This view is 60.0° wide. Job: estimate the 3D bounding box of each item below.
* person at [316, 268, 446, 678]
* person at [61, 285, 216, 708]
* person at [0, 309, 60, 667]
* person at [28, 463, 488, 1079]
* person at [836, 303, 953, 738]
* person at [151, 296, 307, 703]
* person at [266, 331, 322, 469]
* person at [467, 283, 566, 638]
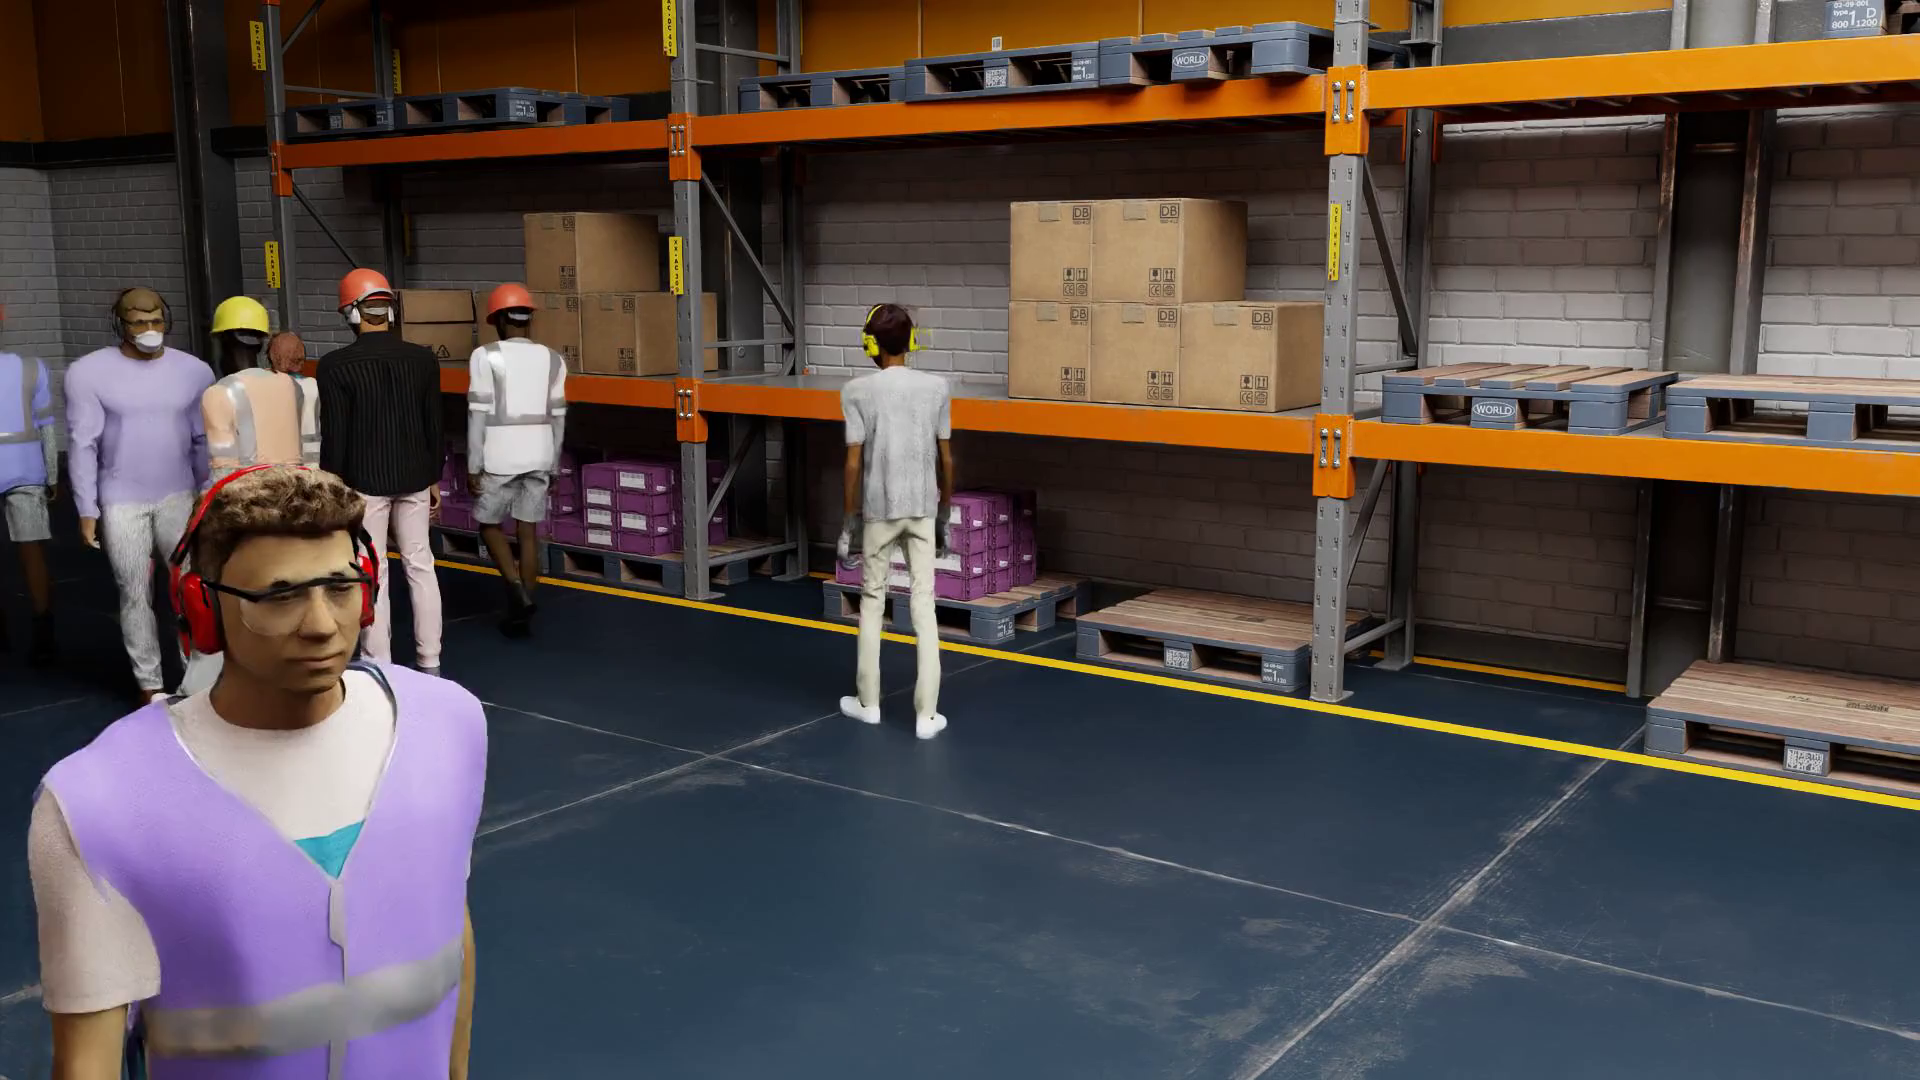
[{"bbox_3d":[-2.693,-0.260,7.752,0.389,1.986,0.608,9,13,42],"label":"person"},{"bbox_3d":[-3.509,-0.139,7.227,0.639,1.911,0.677,-6,11,-34],"label":"person"},{"bbox_3d":[-4.803,-0.313,8.347,0.549,1.904,0.934,-7,12,-36],"label":"person"},{"bbox_3d":[-0.823,0.790,2.086,0.584,1.793,0.995,-9,13,-44],"label":"person"},{"bbox_3d":[-0.274,-0.082,7.169,0.512,1.834,0.641,-2,10,-13],"label":"person"},{"bbox_3d":[-3.042,-0.099,7.147,0.980,1.869,0.609,3,10,19],"label":"person"},{"bbox_3d":[-3.668,-0.329,9.192,0.514,1.641,0.307,-6,11,-33],"label":"person"},{"bbox_3d":[-2.370,-0.412,8.906,0.597,1.899,0.549,-8,12,-39],"label":"person"}]
